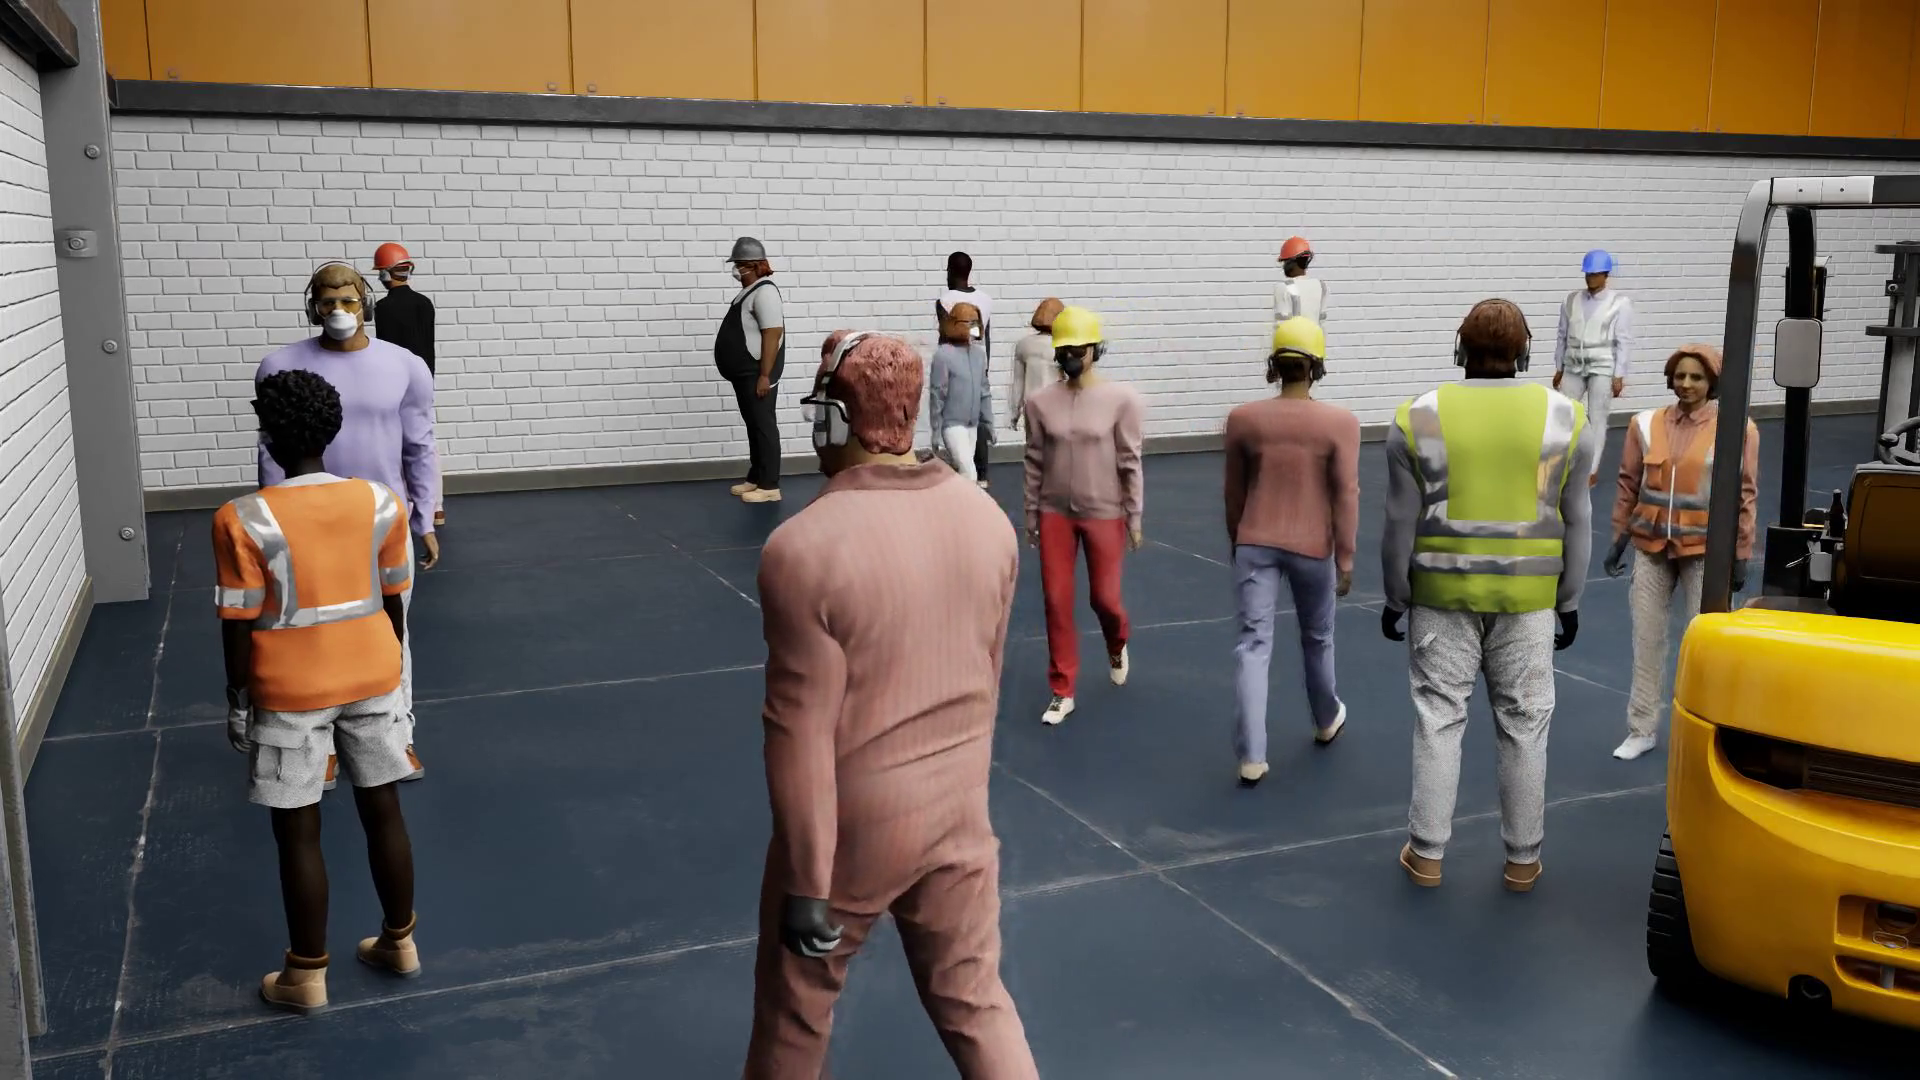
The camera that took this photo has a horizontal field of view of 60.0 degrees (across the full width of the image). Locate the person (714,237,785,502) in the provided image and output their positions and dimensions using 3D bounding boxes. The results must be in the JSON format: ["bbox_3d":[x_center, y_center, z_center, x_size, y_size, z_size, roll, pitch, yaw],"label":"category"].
[{"bbox_3d":[-1.626,-1.316,12.853,0.536,2.000,0.688,-3,11,-18],"label":"person"}]

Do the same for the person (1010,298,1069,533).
[{"bbox_3d":[0.638,-0.861,11.508,0.540,1.608,0.595,9,14,40],"label":"person"}]

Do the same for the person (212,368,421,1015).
[{"bbox_3d":[-1.687,0.396,4.397,0.321,1.689,0.530,9,14,41],"label":"person"}]

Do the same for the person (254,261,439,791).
[{"bbox_3d":[-2.240,-0.048,6.143,0.627,1.941,0.371,-4,11,-22],"label":"person"}]

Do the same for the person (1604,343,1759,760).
[{"bbox_3d":[2.800,0.048,6.471,0.499,1.630,0.535,-9,14,-42],"label":"person"}]

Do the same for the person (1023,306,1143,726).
[{"bbox_3d":[0.532,-0.122,7.079,0.533,1.744,0.626,4,11,20],"label":"person"}]

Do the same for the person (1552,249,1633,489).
[{"bbox_3d":[5.092,-1.371,13.446,0.433,1.933,0.636,-10,14,-43],"label":"person"}]

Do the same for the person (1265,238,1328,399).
[{"bbox_3d":[2.902,-1.580,14.379,0.651,2.026,0.464,-8,13,-38],"label":"person"}]

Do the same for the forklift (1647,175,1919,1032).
[{"bbox_3d":[2.810,0.094,4.662,1.214,2.155,2.313,7,12,34],"label":"forklift"}]

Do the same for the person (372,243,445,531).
[{"bbox_3d":[-3.864,-1.057,11.558,0.394,1.990,0.618,3,11,15],"label":"person"}]

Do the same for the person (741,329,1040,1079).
[{"bbox_3d":[-0.155,0.518,3.265,0.658,1.859,0.969,-10,14,-43],"label":"person"}]

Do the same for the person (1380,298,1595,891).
[{"bbox_3d":[1.617,0.178,5.166,0.621,1.845,0.429,2,11,12],"label":"person"}]

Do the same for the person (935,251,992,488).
[{"bbox_3d":[0.033,-1.346,13.361,0.370,1.916,0.597,9,14,41],"label":"person"}]

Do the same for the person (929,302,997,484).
[{"bbox_3d":[0.078,-0.689,10.535,0.557,1.614,0.523,7,13,35],"label":"person"}]

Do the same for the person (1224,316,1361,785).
[{"bbox_3d":[1.271,0.019,6.365,0.542,1.724,0.896,4,11,22],"label":"person"}]
